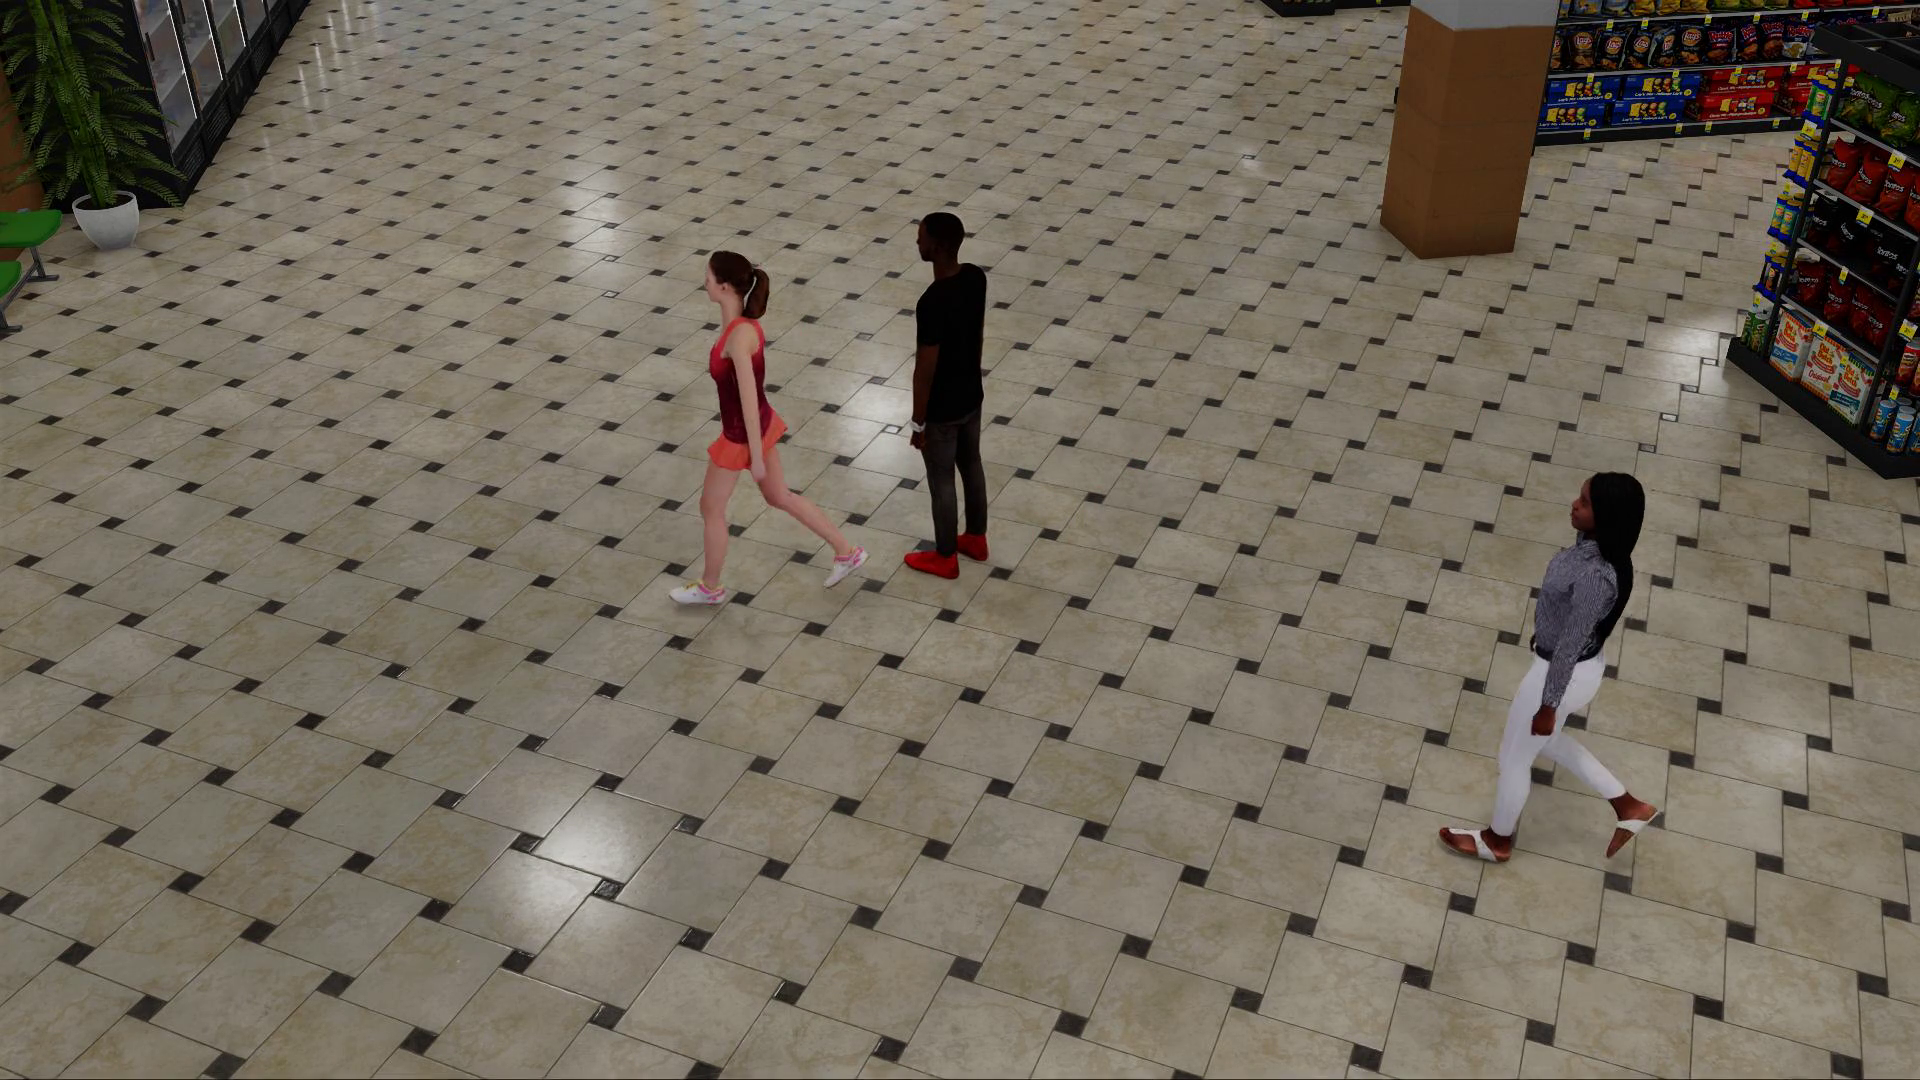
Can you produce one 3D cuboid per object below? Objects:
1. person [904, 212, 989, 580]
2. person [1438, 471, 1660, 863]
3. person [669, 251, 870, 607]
[{"bbox_3d":[-0.031,-0.653,7.684,0.778,1.804,0.717,21,37,30],"label":"person"},{"bbox_3d":[2.208,0.521,5.889,1.061,1.707,0.915,13,34,19],"label":"person"},{"bbox_3d":[-0.862,-0.449,7.443,1.199,1.712,0.702,1,32,2],"label":"person"}]
